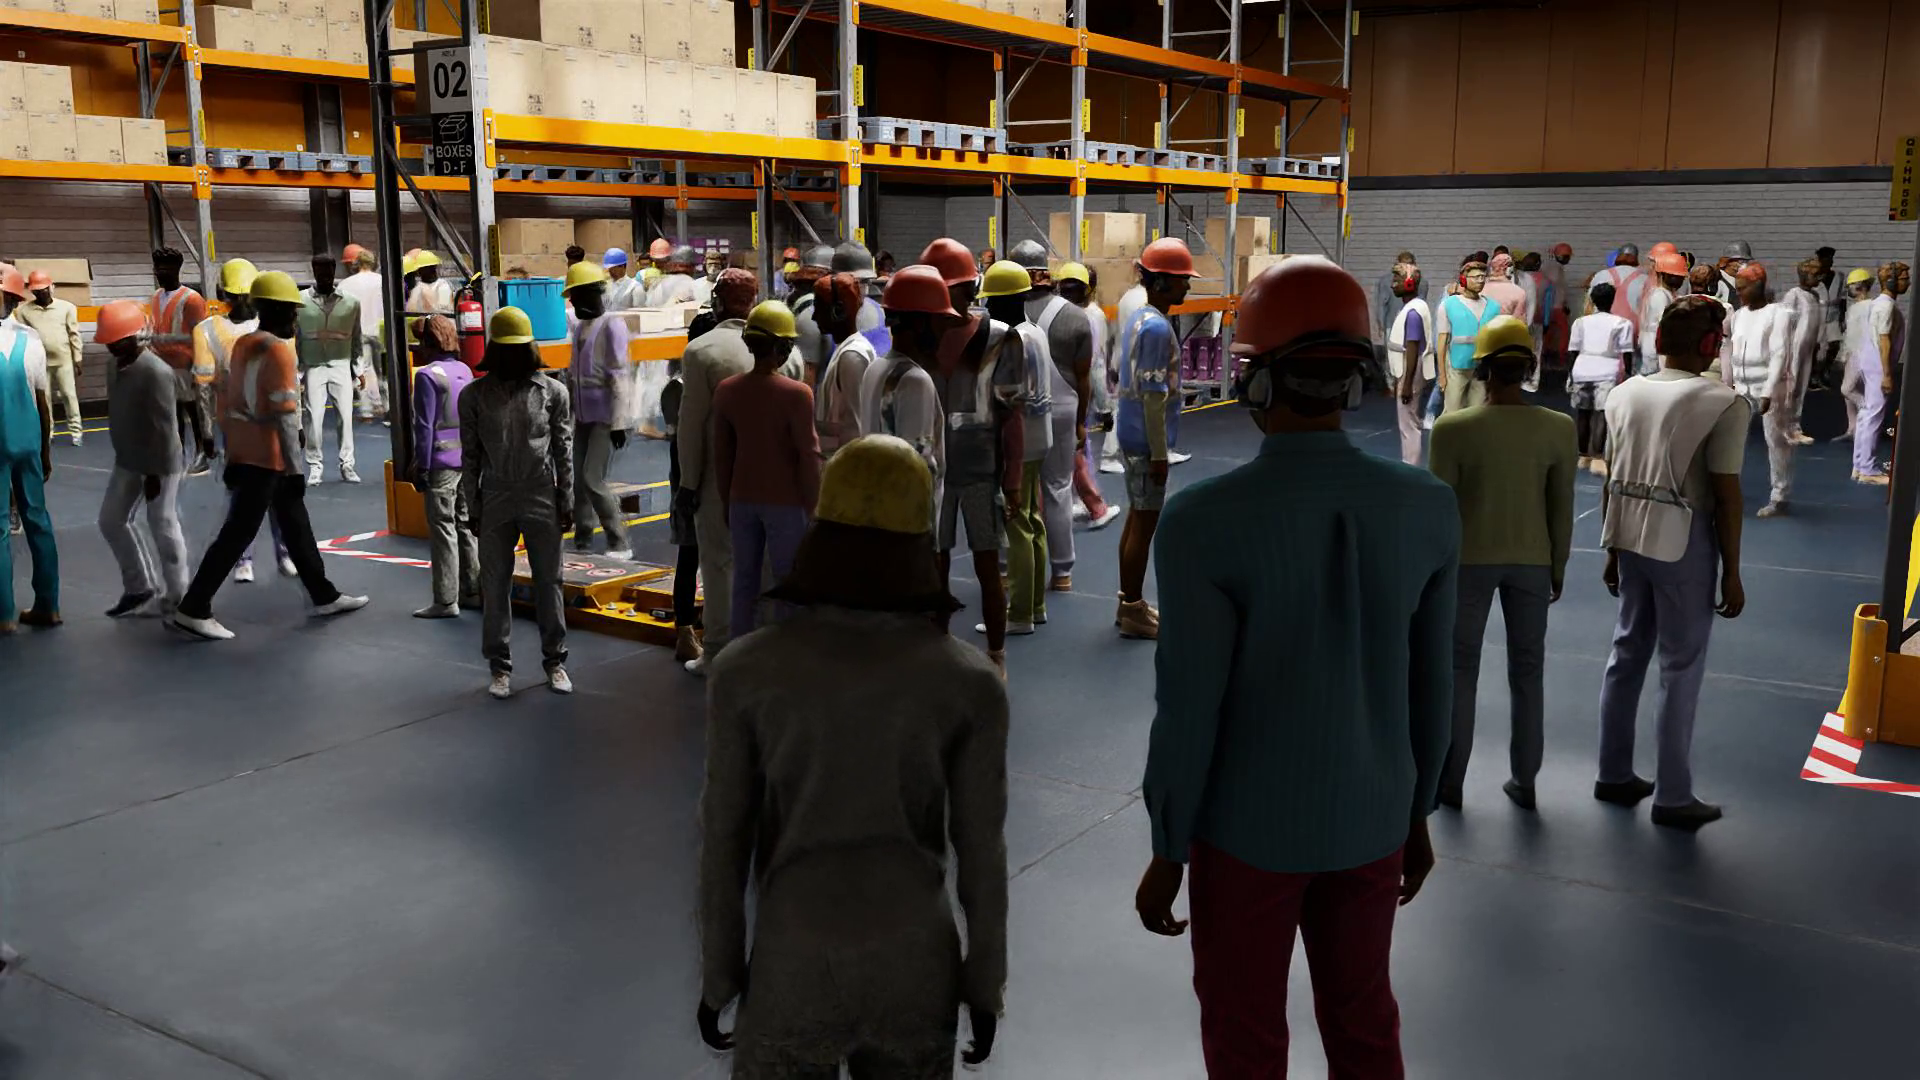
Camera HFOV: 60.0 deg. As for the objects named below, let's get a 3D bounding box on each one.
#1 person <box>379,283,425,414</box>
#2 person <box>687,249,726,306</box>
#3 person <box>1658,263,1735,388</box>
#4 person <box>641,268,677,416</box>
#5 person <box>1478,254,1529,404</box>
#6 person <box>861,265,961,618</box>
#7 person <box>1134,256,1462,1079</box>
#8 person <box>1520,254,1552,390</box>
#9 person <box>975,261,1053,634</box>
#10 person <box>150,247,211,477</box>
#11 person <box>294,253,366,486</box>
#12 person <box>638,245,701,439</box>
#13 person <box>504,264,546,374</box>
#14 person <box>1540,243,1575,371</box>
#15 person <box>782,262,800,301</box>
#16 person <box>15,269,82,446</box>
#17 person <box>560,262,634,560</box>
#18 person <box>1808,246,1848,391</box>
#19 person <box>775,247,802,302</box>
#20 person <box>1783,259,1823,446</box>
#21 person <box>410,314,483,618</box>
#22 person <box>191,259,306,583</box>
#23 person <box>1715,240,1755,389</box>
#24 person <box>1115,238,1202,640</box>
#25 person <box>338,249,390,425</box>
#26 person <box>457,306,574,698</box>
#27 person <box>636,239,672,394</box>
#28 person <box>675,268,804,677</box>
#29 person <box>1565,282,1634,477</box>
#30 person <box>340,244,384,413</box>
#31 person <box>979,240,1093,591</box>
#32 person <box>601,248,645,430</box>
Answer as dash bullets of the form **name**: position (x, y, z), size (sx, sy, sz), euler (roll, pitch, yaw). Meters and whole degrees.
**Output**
- **person**: position (-4.748, -1.383, 14.267), size (0.323, 1.691, 0.547), euler (5, 11, 24)
- **person**: position (-2.465, -1.964, 16.840), size (0.634, 1.932, 0.360), euler (0, 10, 2)
- **person**: position (5.743, -1.219, 12.939), size (0.429, 1.844, 0.624), euler (-8, 13, -36)
- **person**: position (-3.414, -2.287, 19.230), size (0.561, 1.700, 0.557), euler (3, 11, 18)
- **person**: position (5.075, -1.757, 15.801), size (0.398, 1.888, 0.663), euler (-9, 14, -41)
- **person**: position (-0.182, -0.054, 6.237), size (0.387, 1.930, 0.544), euler (-4, 11, -19)
- **person**: position (0.593, 0.499, 2.994), size (0.622, 1.992, 0.396), euler (-4, 11, -22)
- **person**: position (7.684, -2.951, 22.573), size (0.623, 1.835, 0.431), euler (3, 11, 16)
- **person**: position (0.273, -0.467, 8.563), size (0.393, 1.918, 0.585), euler (3, 11, 15)
- **person**: position (-6.722, -1.523, 14.279), size (0.607, 1.966, 0.367), euler (5, 11, 25)
- **person**: position (-5.254, -1.416, 13.827), size (0.587, 1.916, 0.390), euler (-5, 12, -27)
- **person**: position (-2.885, -2.052, 17.001), size (0.690, 2.000, 1.077), euler (8, 13, 36)
- **person**: position (-4.288, -1.795, 16.294), size (0.564, 1.795, 0.968), euler (-1, 10, -4)
- **person**: position (9.341, -3.596, 25.766), size (0.782, 1.965, 0.619), euler (3, 11, 17)
- **person**: position (-2.150, -2.711, 21.475), size (0.296, 1.745, 0.485), euler (-6, 12, -31)
- **person**: position (-8.922, -1.774, 16.303), size (0.575, 1.738, 0.351), euler (-4, 11, -20)
- **person**: position (-2.252, -0.743, 10.202), size (0.463, 1.888, 0.621), euler (-10, 14, -44)
- **person**: position (11.550, -2.953, 22.256), size (0.632, 1.942, 0.430), euler (2, 10, 9)
- **person**: position (-2.567, -3.370, 24.644), size (0.433, 1.914, 0.585), euler (6, 12, 32)
- **person**: position (8.310, -1.851, 16.465), size (0.501, 1.838, 0.344), euler (-6, 12, -32)
- **person**: position (-2.771, -0.399, 8.980), size (0.316, 1.631, 0.521), euler (2, 10, 11)
- **person**: position (-4.207, -0.702, 9.883), size (0.591, 1.913, 0.394), euler (-8, 13, -36)
- **person**: position (7.822, -2.036, 16.914), size (0.681, 2.000, 0.535), euler (-6, 12, -30)
- **person**: position (1.006, -0.509, 8.485), size (0.416, 2.035, 0.609), euler (0, 10, -1)
- **person**: position (-6.538, -2.250, 18.453), size (0.659, 1.908, 0.844), euler (-3, 11, -15)
- **person**: position (-1.949, -0.160, 7.365), size (0.485, 1.737, 0.320), euler (-3, 11, -17)
- **person**: position (-3.571, -2.582, 19.964), size (0.608, 2.033, 0.404), euler (-2, 10, -13)
- **person**: position (-1.034, -0.308, 7.752), size (0.652, 1.895, 0.400), euler (-9, 14, -41)
- **person**: position (5.536, -1.396, 14.432), size (0.586, 1.665, 0.643), euler (8, 13, 39)
- **person**: position (-6.930, -2.466, 19.488), size (0.495, 1.969, 0.658), euler (6, 12, 29)
- **person**: position (0.411, -0.720, 9.620), size (0.680, 2.000, 0.535), euler (0, 10, -1)
- **person**: position (-3.623, -2.140, 17.776), size (0.604, 1.937, 0.402), euler (7, 12, 32)
